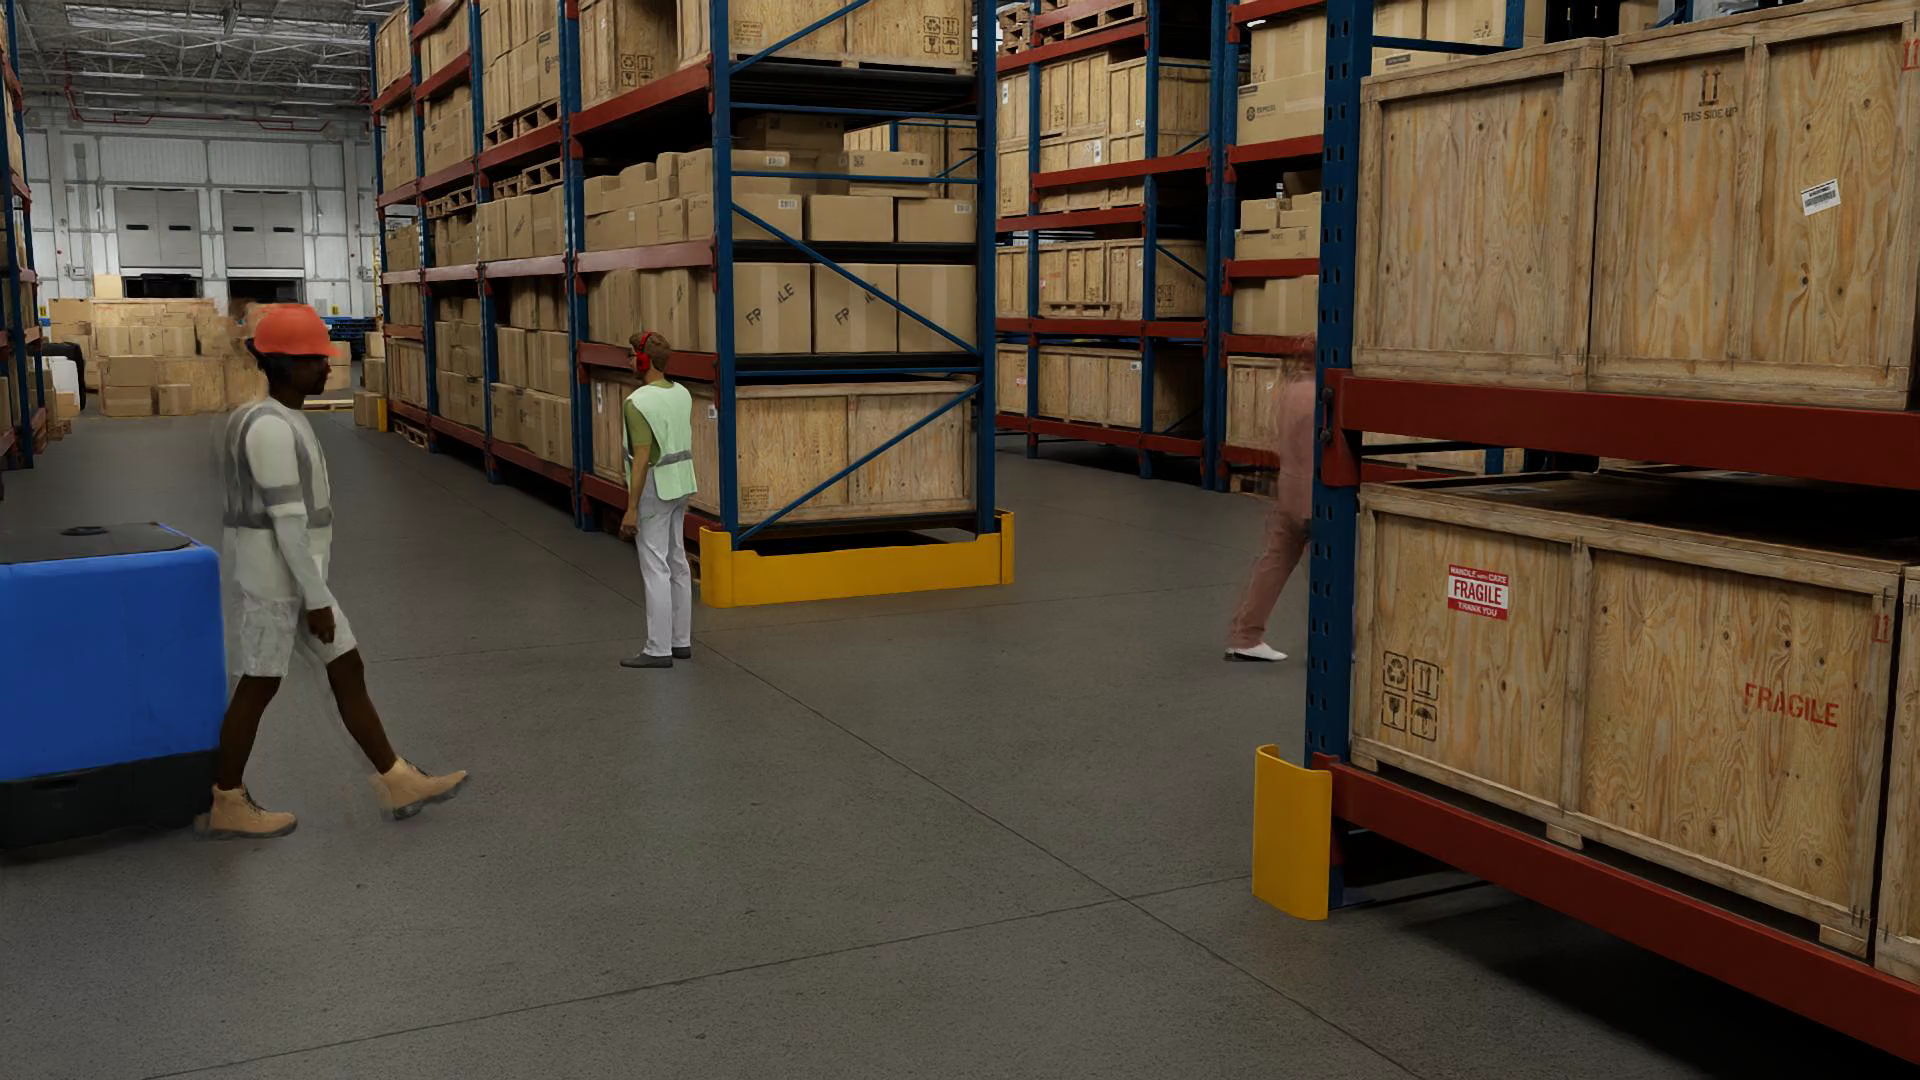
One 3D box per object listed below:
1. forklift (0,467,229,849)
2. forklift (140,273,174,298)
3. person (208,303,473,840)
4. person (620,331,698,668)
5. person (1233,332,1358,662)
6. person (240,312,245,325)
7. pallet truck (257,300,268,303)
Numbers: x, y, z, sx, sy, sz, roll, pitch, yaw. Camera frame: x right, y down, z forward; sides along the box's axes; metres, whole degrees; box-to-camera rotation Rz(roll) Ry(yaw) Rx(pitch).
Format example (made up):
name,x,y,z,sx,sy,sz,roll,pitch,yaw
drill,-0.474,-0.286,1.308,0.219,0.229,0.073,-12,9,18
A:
name,x,y,z,sx,sy,sz,roll,pitch,yaw
forklift,-3.808,-0.285,6.052,1.873,2.768,1.129,-6,10,-36
forklift,-25.382,-7.057,52.754,1.873,2.768,1.129,6,10,36
person,-2.362,0.135,6.185,1.024,1.990,0.629,-2,8,-12
person,-1.652,-0.217,9.130,0.389,1.847,0.567,3,9,18
person,1.979,-0.225,9.158,0.986,1.852,0.664,-1,8,-6
person,-23.920,-6.880,55.872,0.341,1.613,0.660,2,8,12
pallet truck,-23.913,-7.404,58.171,1.885,1.965,0.823,-1,8,-9
